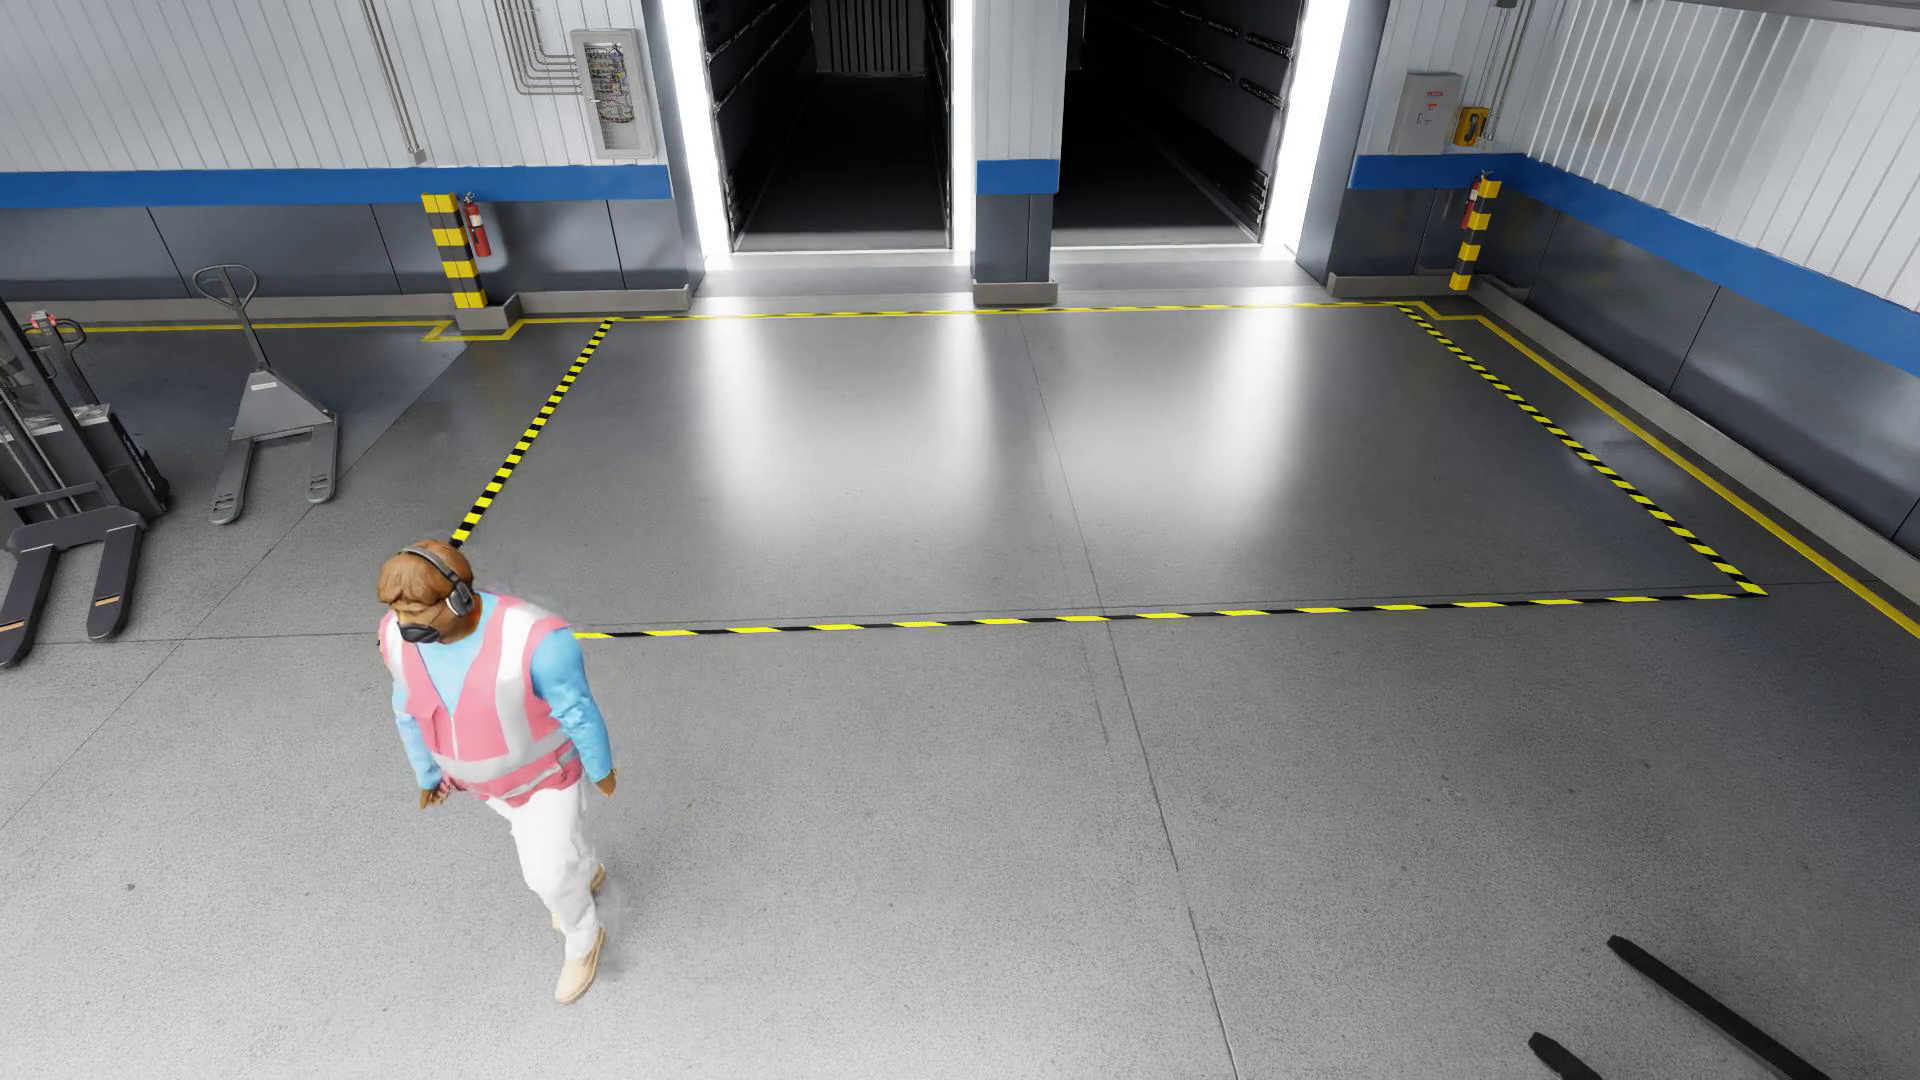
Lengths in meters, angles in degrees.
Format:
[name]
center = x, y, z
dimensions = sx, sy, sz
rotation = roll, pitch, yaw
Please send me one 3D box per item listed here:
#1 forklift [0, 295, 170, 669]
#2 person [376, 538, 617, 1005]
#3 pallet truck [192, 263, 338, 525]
[forklift]
center = -5.212, -0.618, 4.878
dimensions = 0.823, 1.965, 1.885
rotation = -20, 39, -26
[person]
center = -1.494, 0.775, 3.026
dimensions = 0.652, 1.822, 0.559
rotation = 7, 36, 10
[pallet truck]
center = -4.778, -1.027, 6.128
dimensions = 0.680, 1.201, 1.601
rotation = -17, 38, -23
